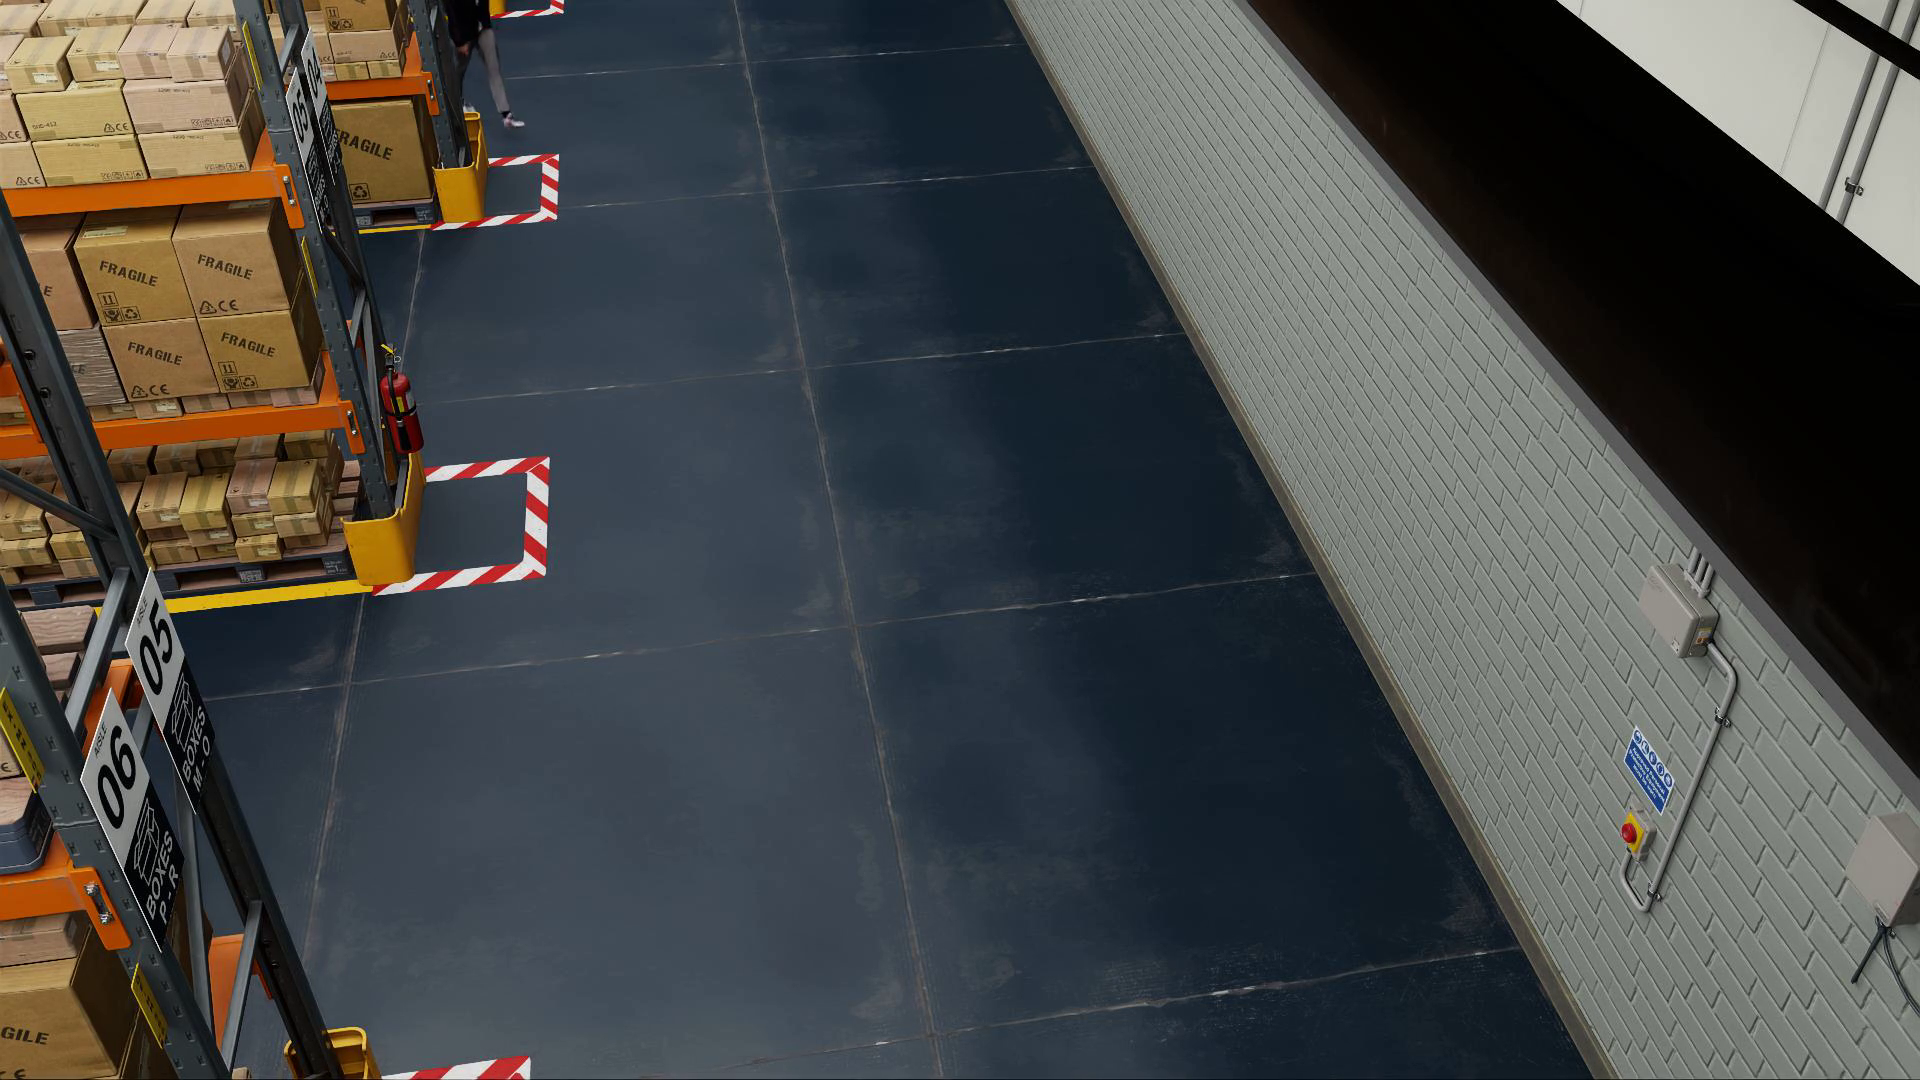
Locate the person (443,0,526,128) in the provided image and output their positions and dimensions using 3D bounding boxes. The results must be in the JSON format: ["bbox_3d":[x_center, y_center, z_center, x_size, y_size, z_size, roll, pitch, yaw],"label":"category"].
[{"bbox_3d":[-4.616,-4.784,15.452,1.277,1.895,1.270,27,45,30],"label":"person"}]
